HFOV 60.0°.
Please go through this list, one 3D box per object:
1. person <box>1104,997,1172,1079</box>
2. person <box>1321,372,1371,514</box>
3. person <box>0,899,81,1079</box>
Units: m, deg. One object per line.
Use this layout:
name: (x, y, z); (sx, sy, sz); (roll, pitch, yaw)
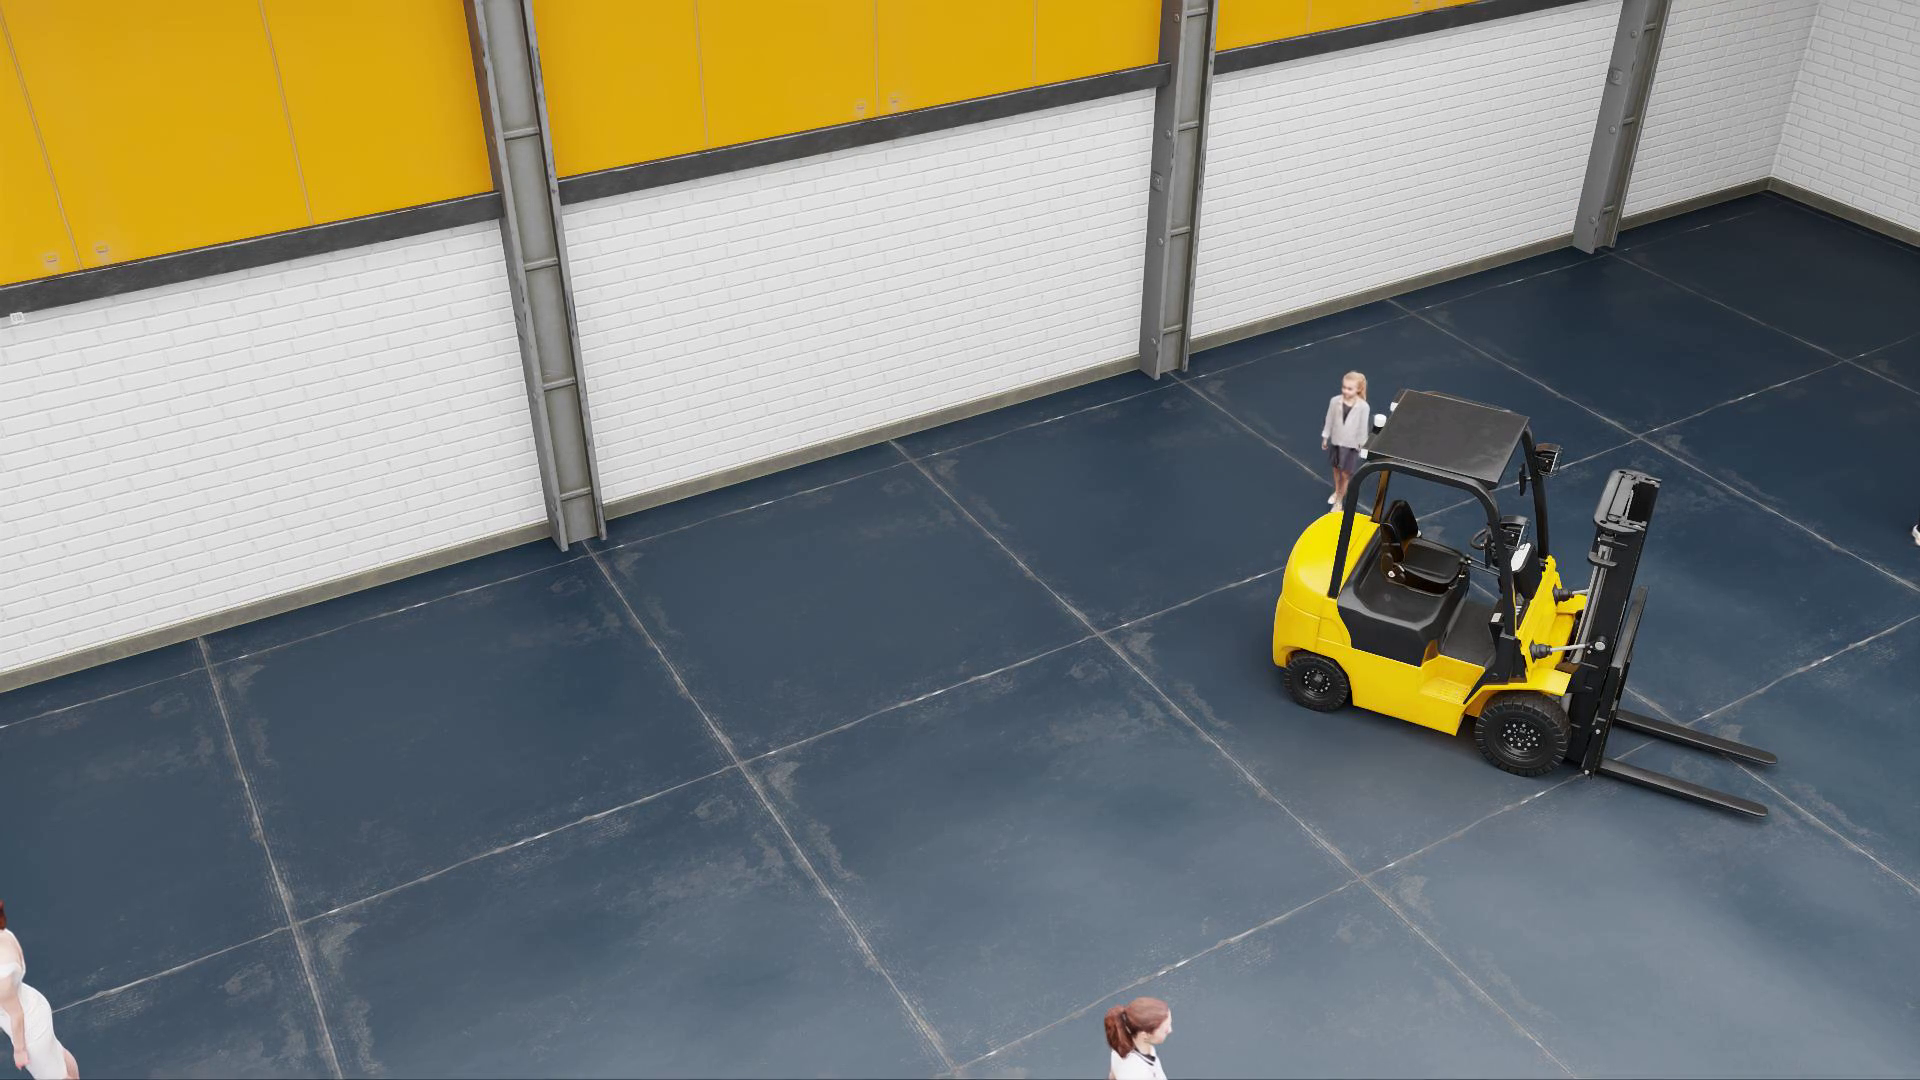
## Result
person: (0.823, 2.847, 8.014); (0.609, 1.751, 0.617); (-8, 35, -12)
person: (3.273, -0.856, 14.030); (0.648, 1.258, 0.737); (22, 39, 30)
person: (-4.756, 2.487, 8.519); (0.466, 1.792, 0.567); (-17, 37, -23)
